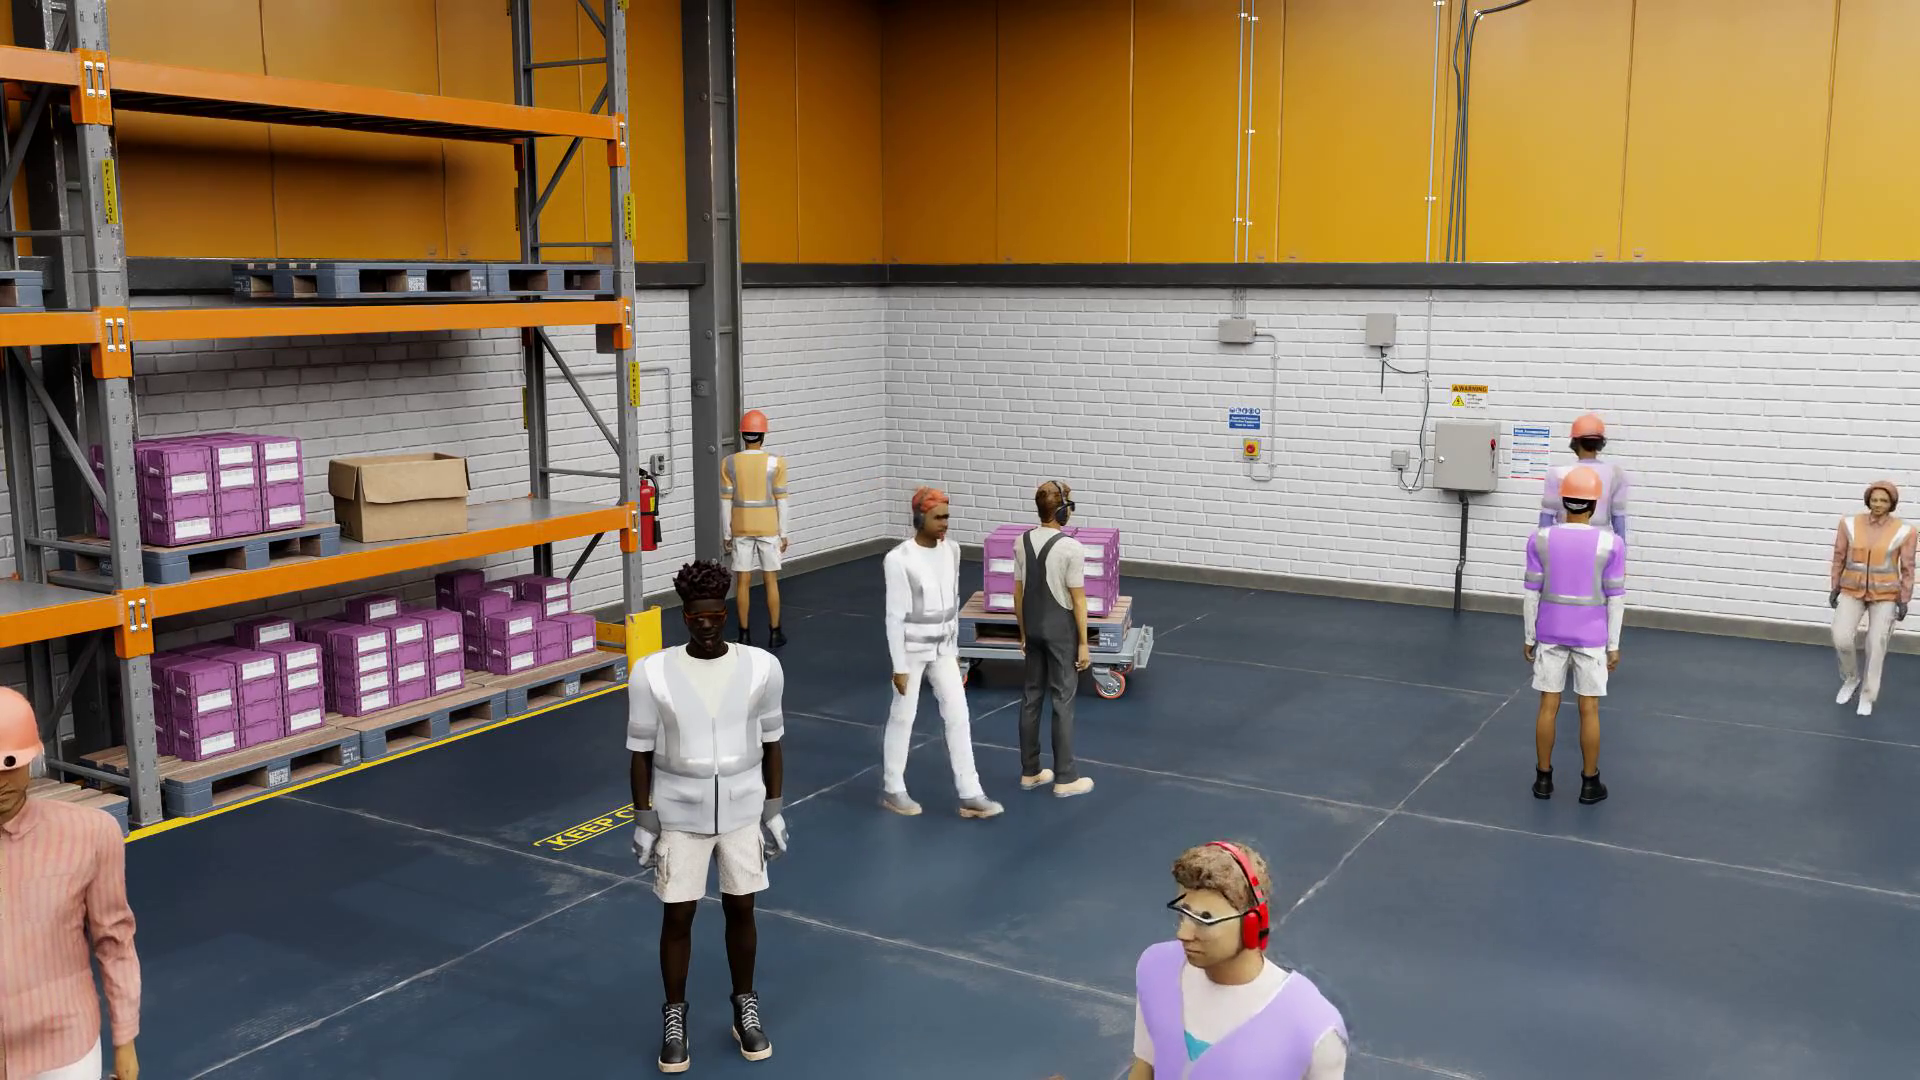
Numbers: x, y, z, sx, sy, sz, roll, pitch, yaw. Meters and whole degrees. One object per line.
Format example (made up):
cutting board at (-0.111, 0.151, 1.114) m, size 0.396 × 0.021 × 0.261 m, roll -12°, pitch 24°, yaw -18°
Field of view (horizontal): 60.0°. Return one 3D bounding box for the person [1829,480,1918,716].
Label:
person at (6.226, 0.397, 11.386) m, size 0.524 × 1.626 × 0.369 m, roll 7°, pitch 12°, yaw 39°

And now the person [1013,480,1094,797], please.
person at (0.539, 0.570, 9.670) m, size 0.507 × 1.846 × 0.345 m, roll 8°, pitch 12°, yaw 40°

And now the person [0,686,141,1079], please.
person at (-2.496, 1.348, 4.390) m, size 0.618 × 1.986 × 0.409 m, roll -5°, pitch 11°, yaw -31°

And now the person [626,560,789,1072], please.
person at (-0.958, 1.040, 6.362) m, size 0.611 × 1.965 × 0.362 m, roll -3°, pitch 10°, yaw -18°

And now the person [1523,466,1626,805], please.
person at (3.514, 0.544, 9.545) m, size 0.546 × 1.939 × 0.375 m, roll 5°, pitch 10°, yaw 29°

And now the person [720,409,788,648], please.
person at (-1.657, -0.084, 13.466) m, size 0.544 × 1.939 × 0.372 m, roll 0°, pitch 9°, yaw 2°

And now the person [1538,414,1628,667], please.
person at (4.650, 0.054, 12.442) m, size 0.621 × 1.999 × 1.025 m, roll 0°, pitch 9°, yaw -3°

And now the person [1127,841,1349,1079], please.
person at (0.619, 1.536, 3.802) m, size 0.970 × 1.800 × 0.585 m, roll -6°, pitch 11°, yaw -34°

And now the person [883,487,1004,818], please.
person at (-0.116, 0.647, 9.155) m, size 0.842 × 1.851 × 0.593 m, roll 9°, pitch 13°, yaw 44°

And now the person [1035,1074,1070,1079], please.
person at (0.140, 1.707, 2.584) m, size 0.624 × 1.845 × 0.430 m, roll 1°, pitch 9°, yaw 9°
